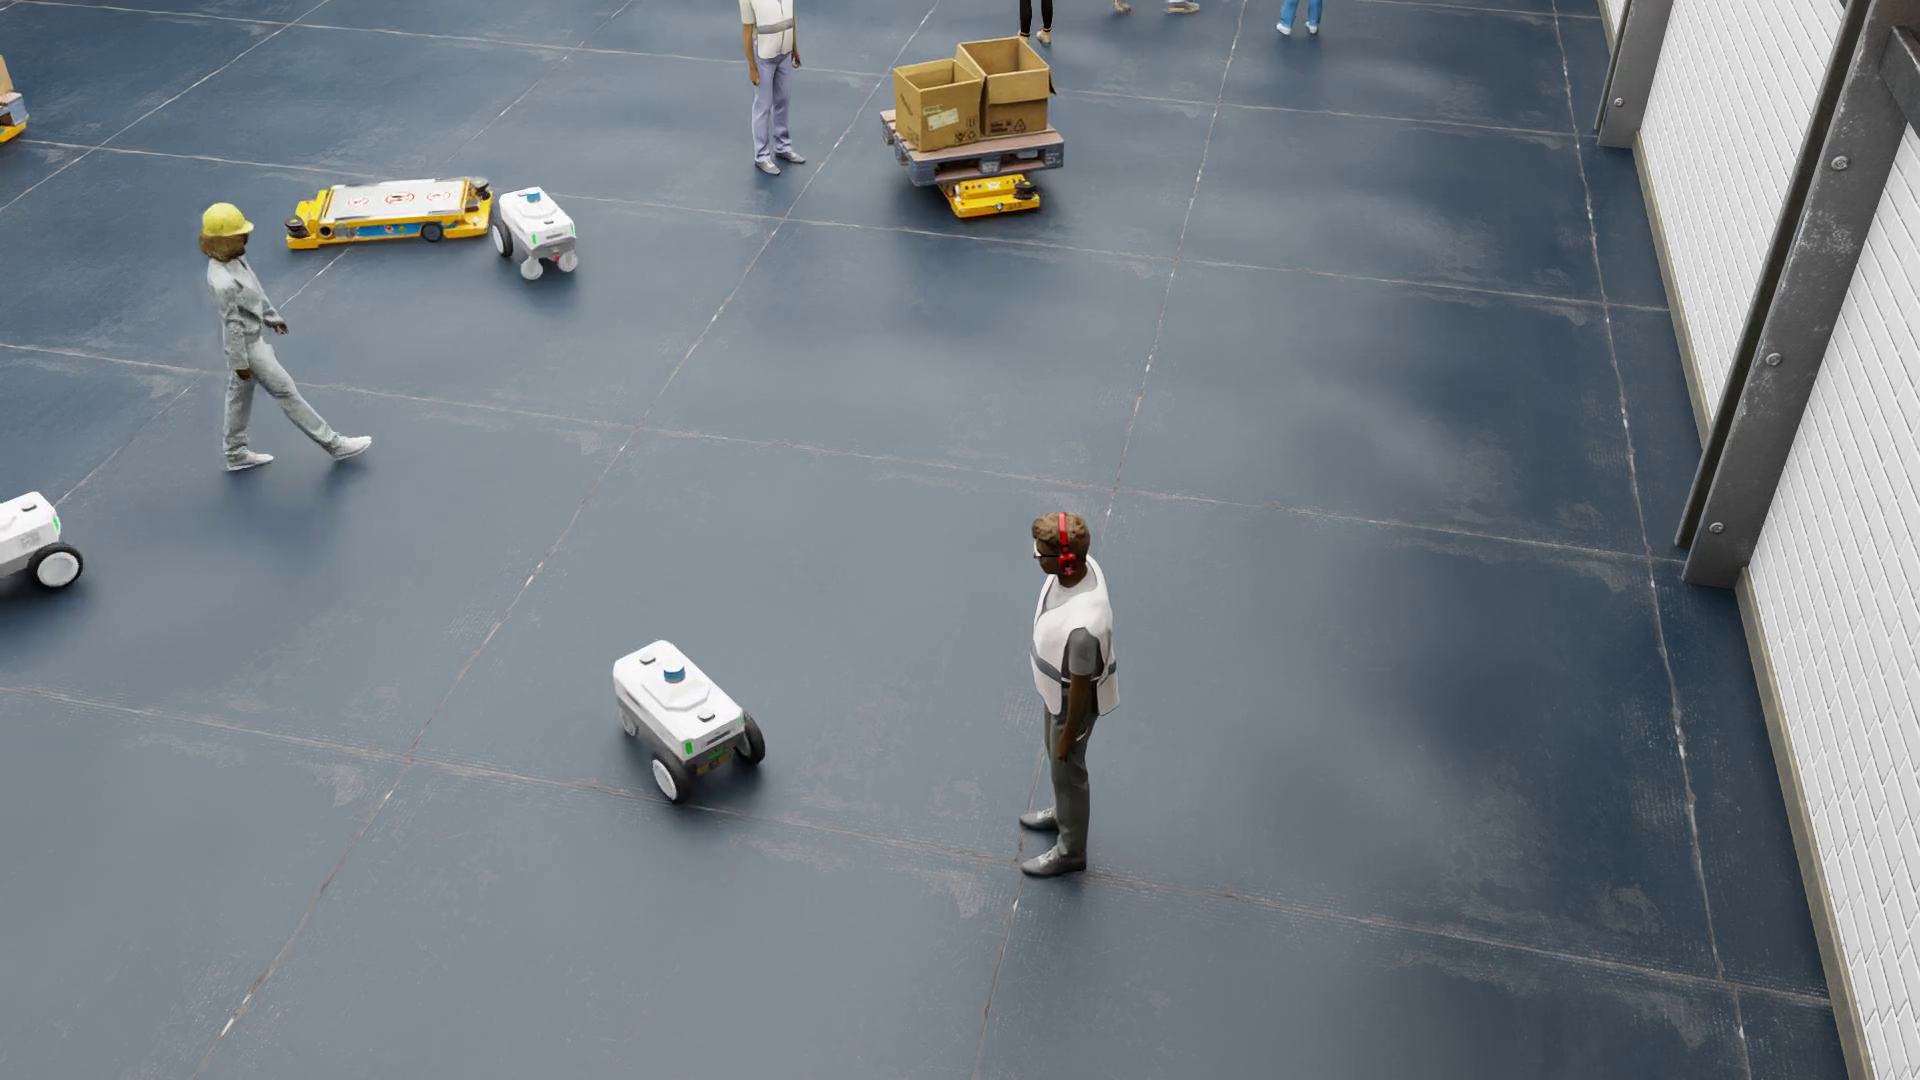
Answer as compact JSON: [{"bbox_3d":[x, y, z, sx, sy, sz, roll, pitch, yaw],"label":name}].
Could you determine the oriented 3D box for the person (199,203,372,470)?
[{"bbox_3d":[-4.004,-1.158,9.568,0.887,1.697,0.505,-11,38,-14],"label":"person"}]

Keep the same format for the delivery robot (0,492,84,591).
[{"bbox_3d":[-5.182,0.057,8.918,0.814,0.612,0.499,-30,46,-34],"label":"delivery robot"}]

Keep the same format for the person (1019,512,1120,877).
[{"bbox_3d":[0.466,0.652,7.042,0.399,1.833,0.571,-2,37,-3],"label":"person"}]

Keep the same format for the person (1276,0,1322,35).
[{"bbox_3d":[3.238,-5.567,15.449,0.508,1.724,0.377,-8,38,-11],"label":"person"}]

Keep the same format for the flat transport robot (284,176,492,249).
[{"bbox_3d":[-4.280,-2.461,12.512,1.431,0.231,0.659,-6,37,-7],"label":"flat transport robot"}]

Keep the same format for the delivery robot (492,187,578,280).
[{"bbox_3d":[-3.057,-2.256,12.014,0.502,0.613,0.785,-21,41,-25],"label":"delivery robot"}]

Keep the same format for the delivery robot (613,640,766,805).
[{"bbox_3d":[-1.316,0.831,7.880,0.499,0.609,0.805,-27,44,-31],"label":"delivery robot"}]

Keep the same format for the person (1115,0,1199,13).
[{"bbox_3d":[1.899,-5.930,15.838,0.846,1.846,0.590,-2,37,-3],"label":"person"}]

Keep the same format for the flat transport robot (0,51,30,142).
[{"bbox_3d":[-8.336,-3.158,13.445,0.659,0.231,1.431,8,38,11],"label":"flat transport robot"}]

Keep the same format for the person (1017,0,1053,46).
[{"bbox_3d":[0.672,-5.340,15.170,0.540,1.695,0.315,-20,41,-24],"label":"person"}]

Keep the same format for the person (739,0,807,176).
[{"bbox_3d":[-1.478,-3.777,12.968,0.383,1.836,0.559,25,43,29],"label":"person"}]

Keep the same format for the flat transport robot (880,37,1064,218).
[{"bbox_3d":[0.098,-2.966,13.187,0.659,0.231,1.431,-10,38,-14],"label":"flat transport robot"}]
